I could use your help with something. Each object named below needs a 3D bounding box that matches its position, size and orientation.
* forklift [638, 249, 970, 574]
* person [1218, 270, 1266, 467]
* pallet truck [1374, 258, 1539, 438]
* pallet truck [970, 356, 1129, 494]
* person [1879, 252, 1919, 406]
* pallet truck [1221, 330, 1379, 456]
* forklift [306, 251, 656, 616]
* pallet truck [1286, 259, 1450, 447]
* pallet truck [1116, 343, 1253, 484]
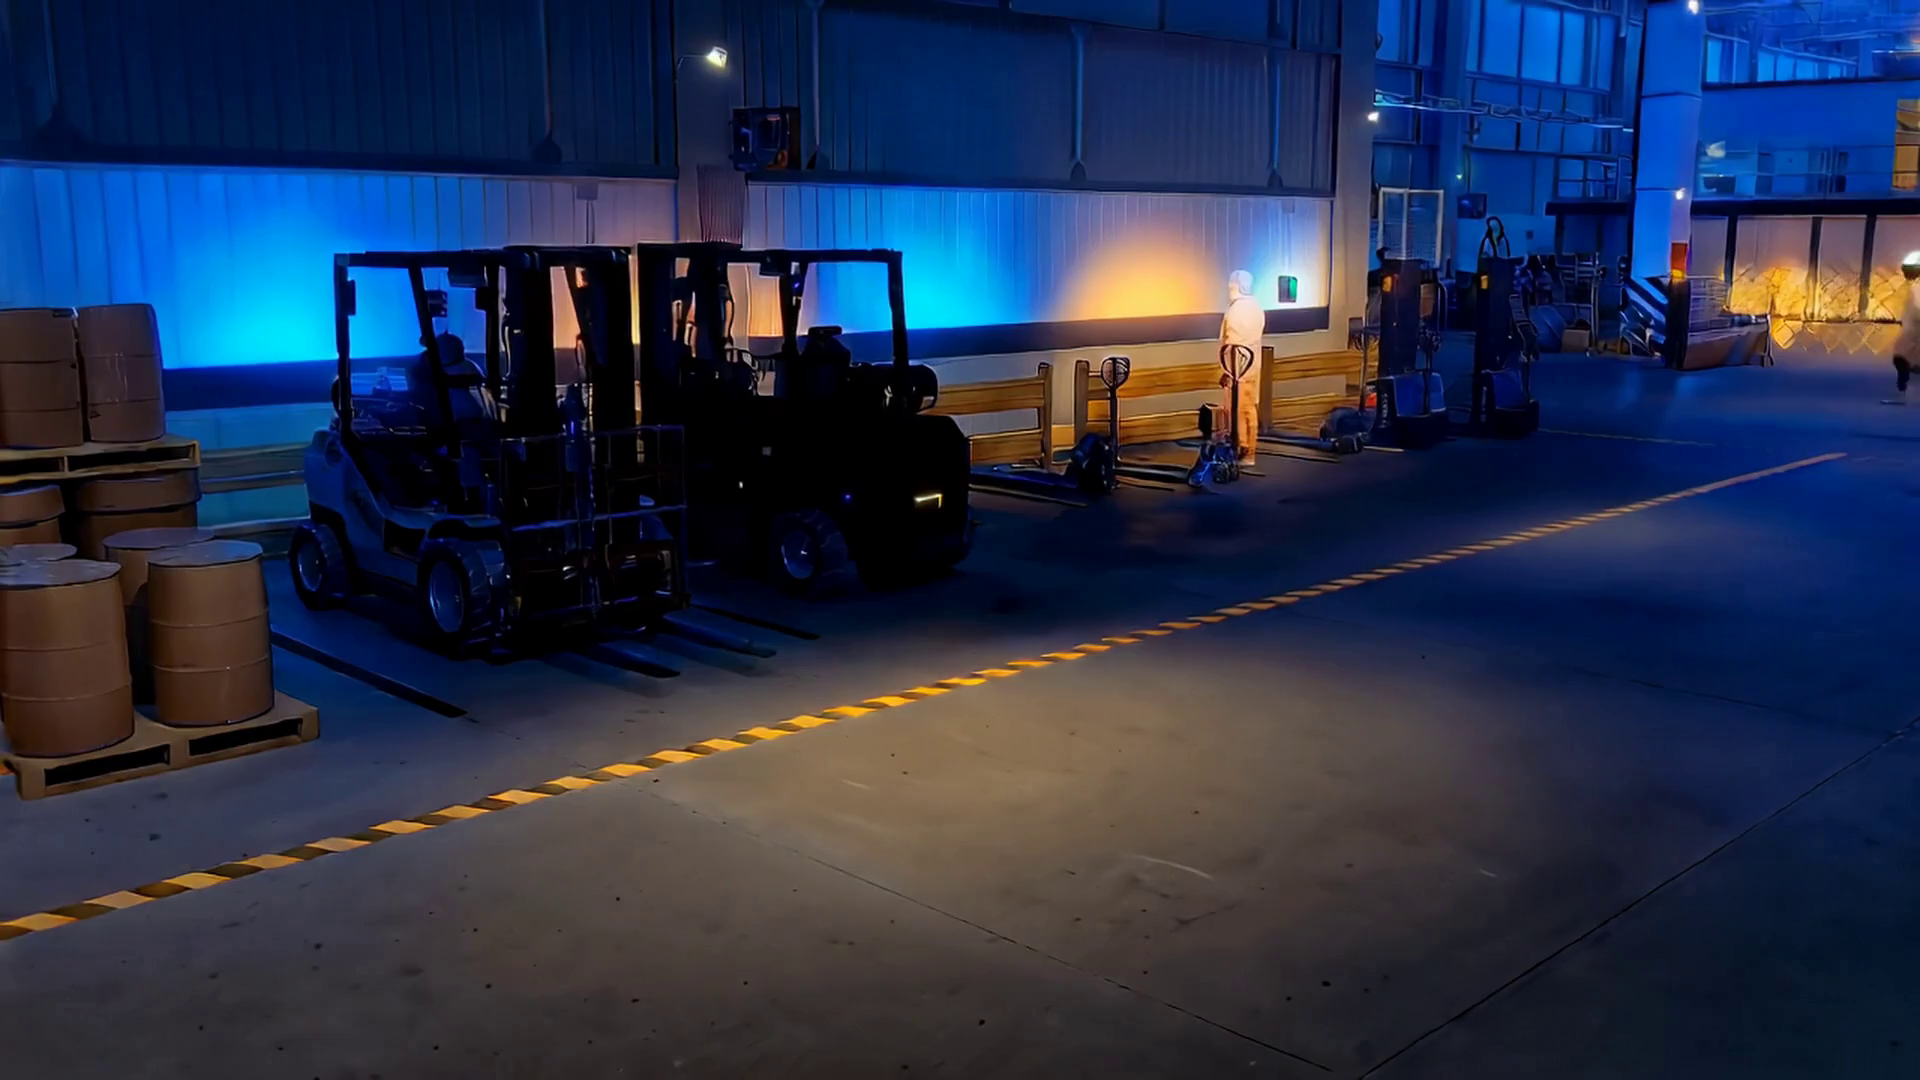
[{"bbox_3d":[-1.173,-0.958,11.239,2.680,1.987,1.157,10,14,43],"label":"forklift"},{"bbox_3d":[2.710,-1.667,16.197,0.405,1.911,0.636,7,12,32],"label":"person"},{"bbox_3d":[5.704,-2.208,18.901,1.885,1.965,0.823,10,14,43],"label":"pallet truck"},{"bbox_3d":[0.784,-1.085,14.876,0.680,1.201,1.601,-10,14,-44],"label":"pallet truck"},{"bbox_3d":[12.482,-2.736,21.708,0.602,2.026,0.614,6,12,28],"label":"person"},{"bbox_3d":[3.563,-1.581,17.381,0.653,1.274,1.630,-10,14,-44],"label":"pallet truck"},{"bbox_3d":[-2.833,-0.669,9.694,1.157,1.987,2.680,-10,14,-44],"label":"forklift"},{"bbox_3d":[4.493,-2.078,18.196,0.823,1.965,1.885,-9,14,-40],"label":"pallet truck"},{"bbox_3d":[1.962,-1.215,15.415,1.522,1.261,0.704,10,14,43],"label":"pallet truck"}]
